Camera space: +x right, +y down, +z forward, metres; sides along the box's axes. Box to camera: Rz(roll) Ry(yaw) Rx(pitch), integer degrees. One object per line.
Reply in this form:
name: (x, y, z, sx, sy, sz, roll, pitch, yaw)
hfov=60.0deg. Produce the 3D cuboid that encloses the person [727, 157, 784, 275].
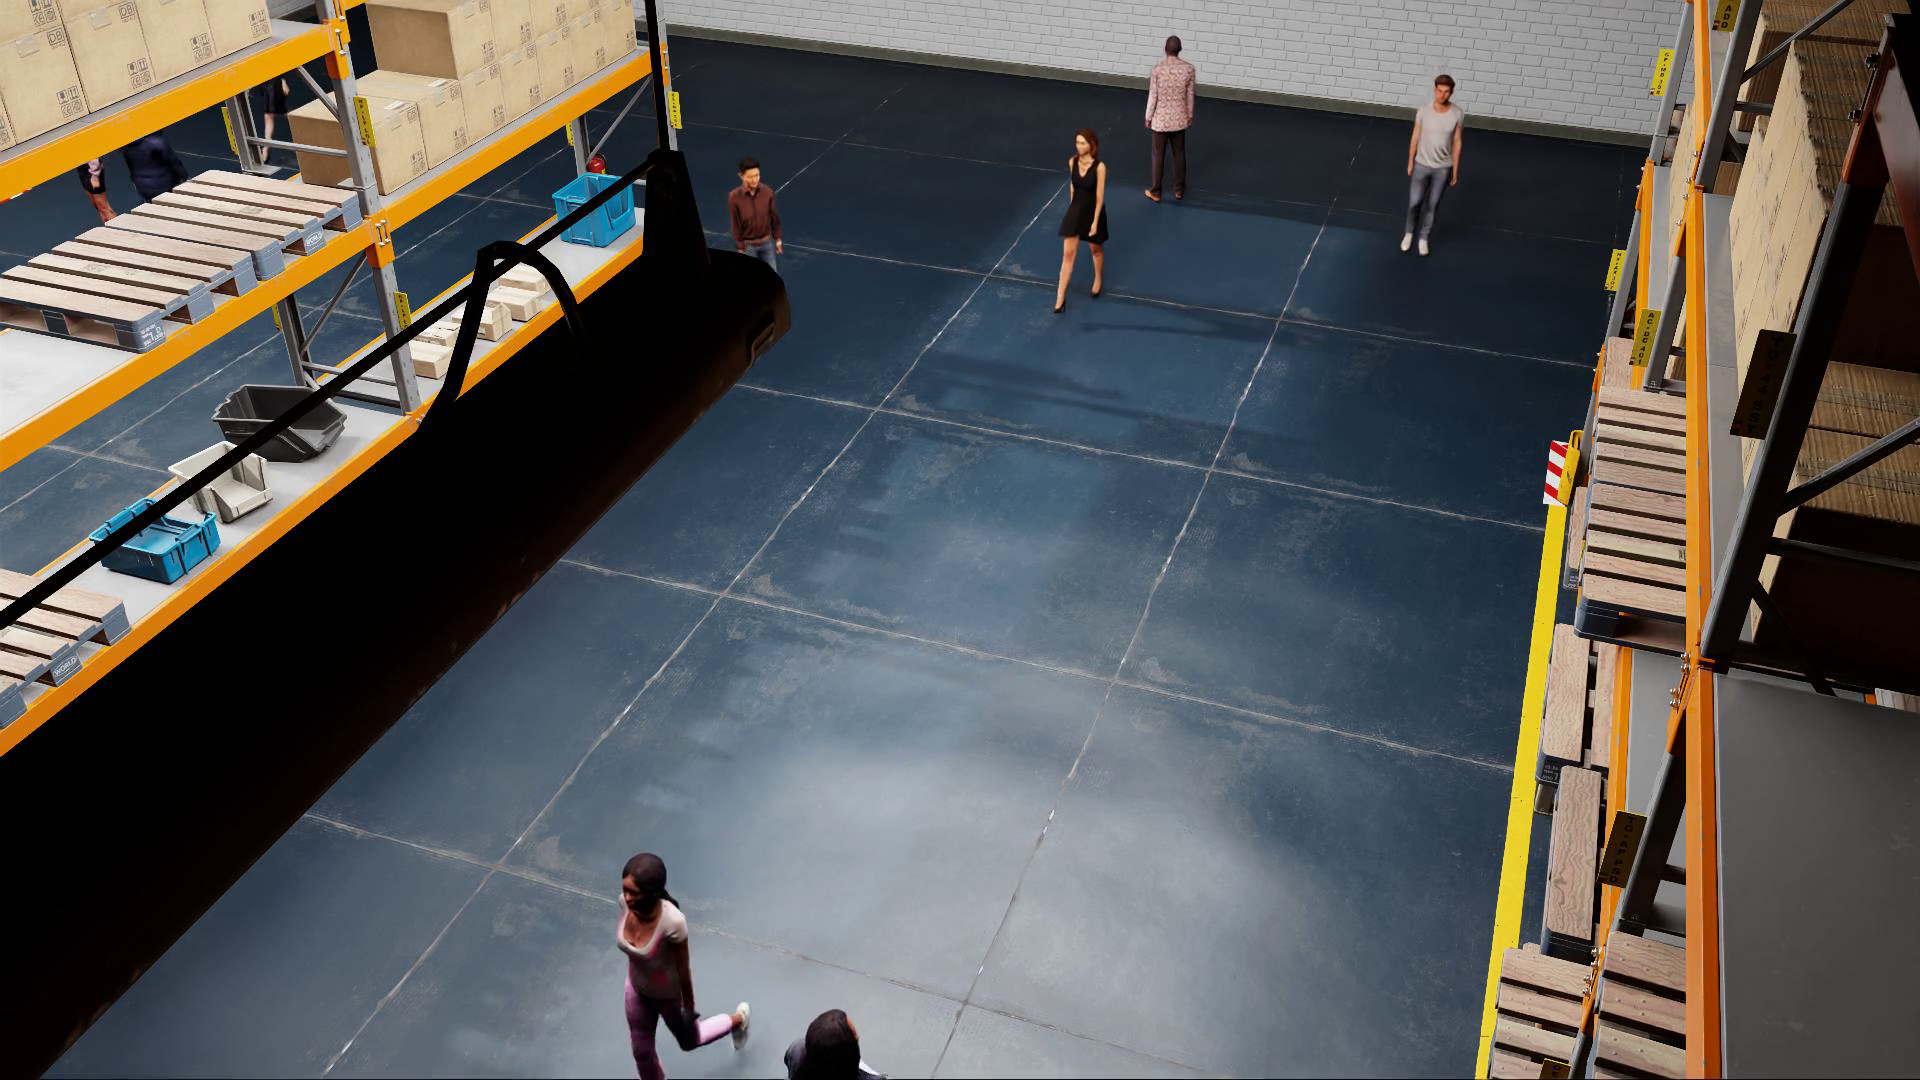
person: (-1.933, -2.758, 15.501, 0.814, 1.753, 0.870, -13, 36, -19)

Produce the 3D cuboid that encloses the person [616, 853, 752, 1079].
person: (-1.397, 2.148, 8.153, 0.756, 1.716, 1.113, 21, 39, 28)

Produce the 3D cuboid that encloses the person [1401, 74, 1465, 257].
person: (4.851, -3.865, 17.049, 0.705, 1.884, 0.660, 6, 34, 9)

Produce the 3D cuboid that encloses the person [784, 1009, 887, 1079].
person: (-0.587, 2.717, 7.425, 0.787, 1.574, 0.923, 21, 39, 28)

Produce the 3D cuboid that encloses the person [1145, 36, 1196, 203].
person: (2.299, -4.619, 18.253, 0.783, 1.807, 0.779, -6, 34, -9)

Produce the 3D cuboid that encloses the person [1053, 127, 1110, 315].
person: (1.278, -3.081, 15.953, 0.713, 1.791, 1.146, 18, 37, 24)
